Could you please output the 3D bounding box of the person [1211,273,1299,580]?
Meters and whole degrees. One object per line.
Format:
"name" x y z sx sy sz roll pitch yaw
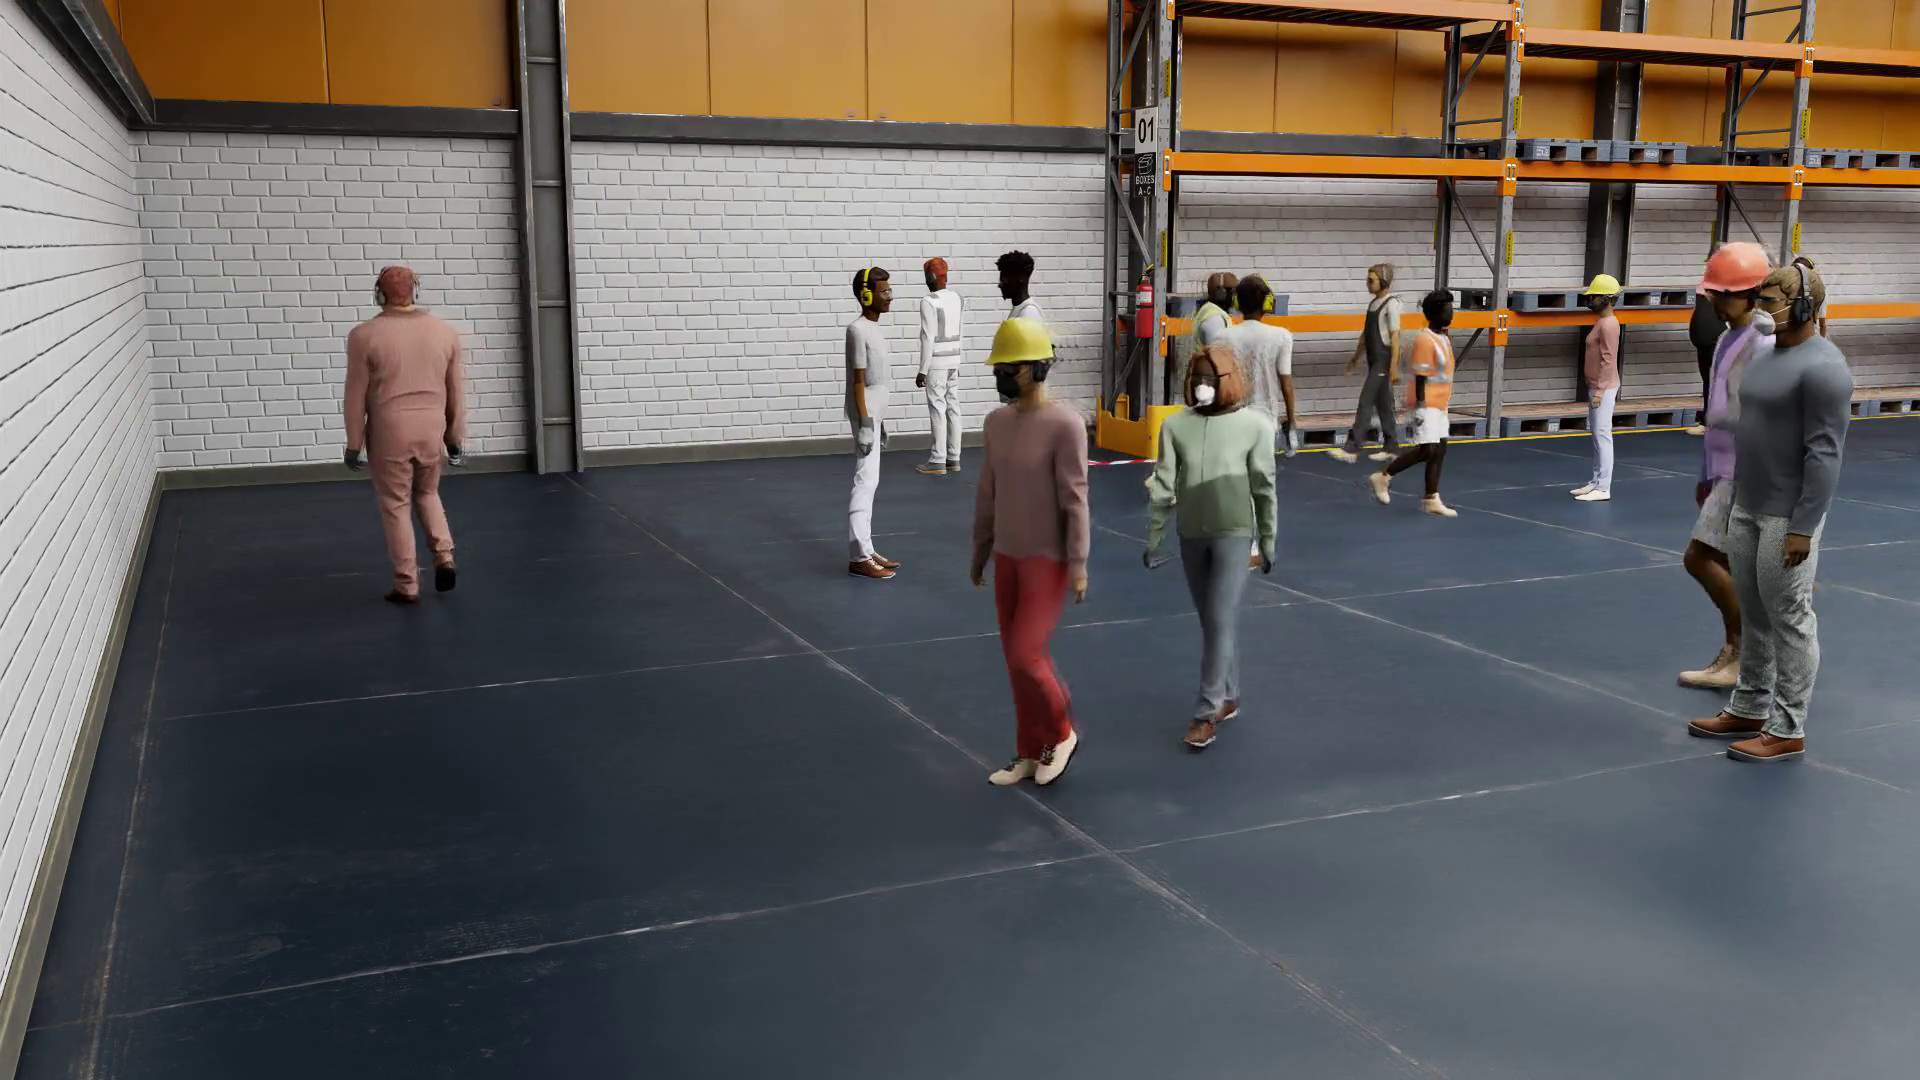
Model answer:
"person" 1.743 -0.676 9.992 0.525 1.846 0.855 5 11 26

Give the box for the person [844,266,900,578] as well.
"person" -0.534 -0.714 10.108 0.327 1.874 0.521 1 10 6

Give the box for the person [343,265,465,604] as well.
"person" -3.124 -0.579 9.307 0.436 1.895 0.649 10 14 43

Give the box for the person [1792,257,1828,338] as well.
"person" 8.488 -1.924 16.874 0.310 1.863 0.533 -10 14 -43

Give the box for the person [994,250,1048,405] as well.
"person" 0.413 -0.977 11.312 0.361 1.962 0.612 -1 10 -4

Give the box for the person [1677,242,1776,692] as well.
"person" 3.412 -0.294 7.364 0.436 2.013 0.656 2 10 10

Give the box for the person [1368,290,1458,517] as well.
"person" 3.385 -1.001 12.258 0.563 1.683 0.530 7 12 32

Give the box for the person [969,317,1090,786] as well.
"person" 0.230 0.065 6.100 0.371 1.750 0.543 -8 13 -37

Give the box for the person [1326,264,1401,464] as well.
"person" 3.701 -1.599 15.212 0.808 1.816 0.521 -1 10 -4

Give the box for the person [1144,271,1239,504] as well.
"person" 1.898 -1.156 12.774 0.897 1.809 0.623 3 11 15

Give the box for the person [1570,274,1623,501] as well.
"person" 5.002 -1.186 13.037 0.312 1.769 0.525 3 11 15

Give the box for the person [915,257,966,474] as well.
"person" -0.179 -1.519 14.549 0.356 1.887 0.572 7 12 33

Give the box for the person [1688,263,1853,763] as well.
"person" 3.191 -0.102 6.512 0.372 1.940 0.632 0 10 -1

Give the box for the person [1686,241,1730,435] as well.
"person" 7.812 -2.070 17.191 0.535 2.000 0.681 -1 10 -7

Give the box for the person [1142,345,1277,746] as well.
"person" 0.980 0.020 6.757 0.518 1.596 0.773 7 12 33
